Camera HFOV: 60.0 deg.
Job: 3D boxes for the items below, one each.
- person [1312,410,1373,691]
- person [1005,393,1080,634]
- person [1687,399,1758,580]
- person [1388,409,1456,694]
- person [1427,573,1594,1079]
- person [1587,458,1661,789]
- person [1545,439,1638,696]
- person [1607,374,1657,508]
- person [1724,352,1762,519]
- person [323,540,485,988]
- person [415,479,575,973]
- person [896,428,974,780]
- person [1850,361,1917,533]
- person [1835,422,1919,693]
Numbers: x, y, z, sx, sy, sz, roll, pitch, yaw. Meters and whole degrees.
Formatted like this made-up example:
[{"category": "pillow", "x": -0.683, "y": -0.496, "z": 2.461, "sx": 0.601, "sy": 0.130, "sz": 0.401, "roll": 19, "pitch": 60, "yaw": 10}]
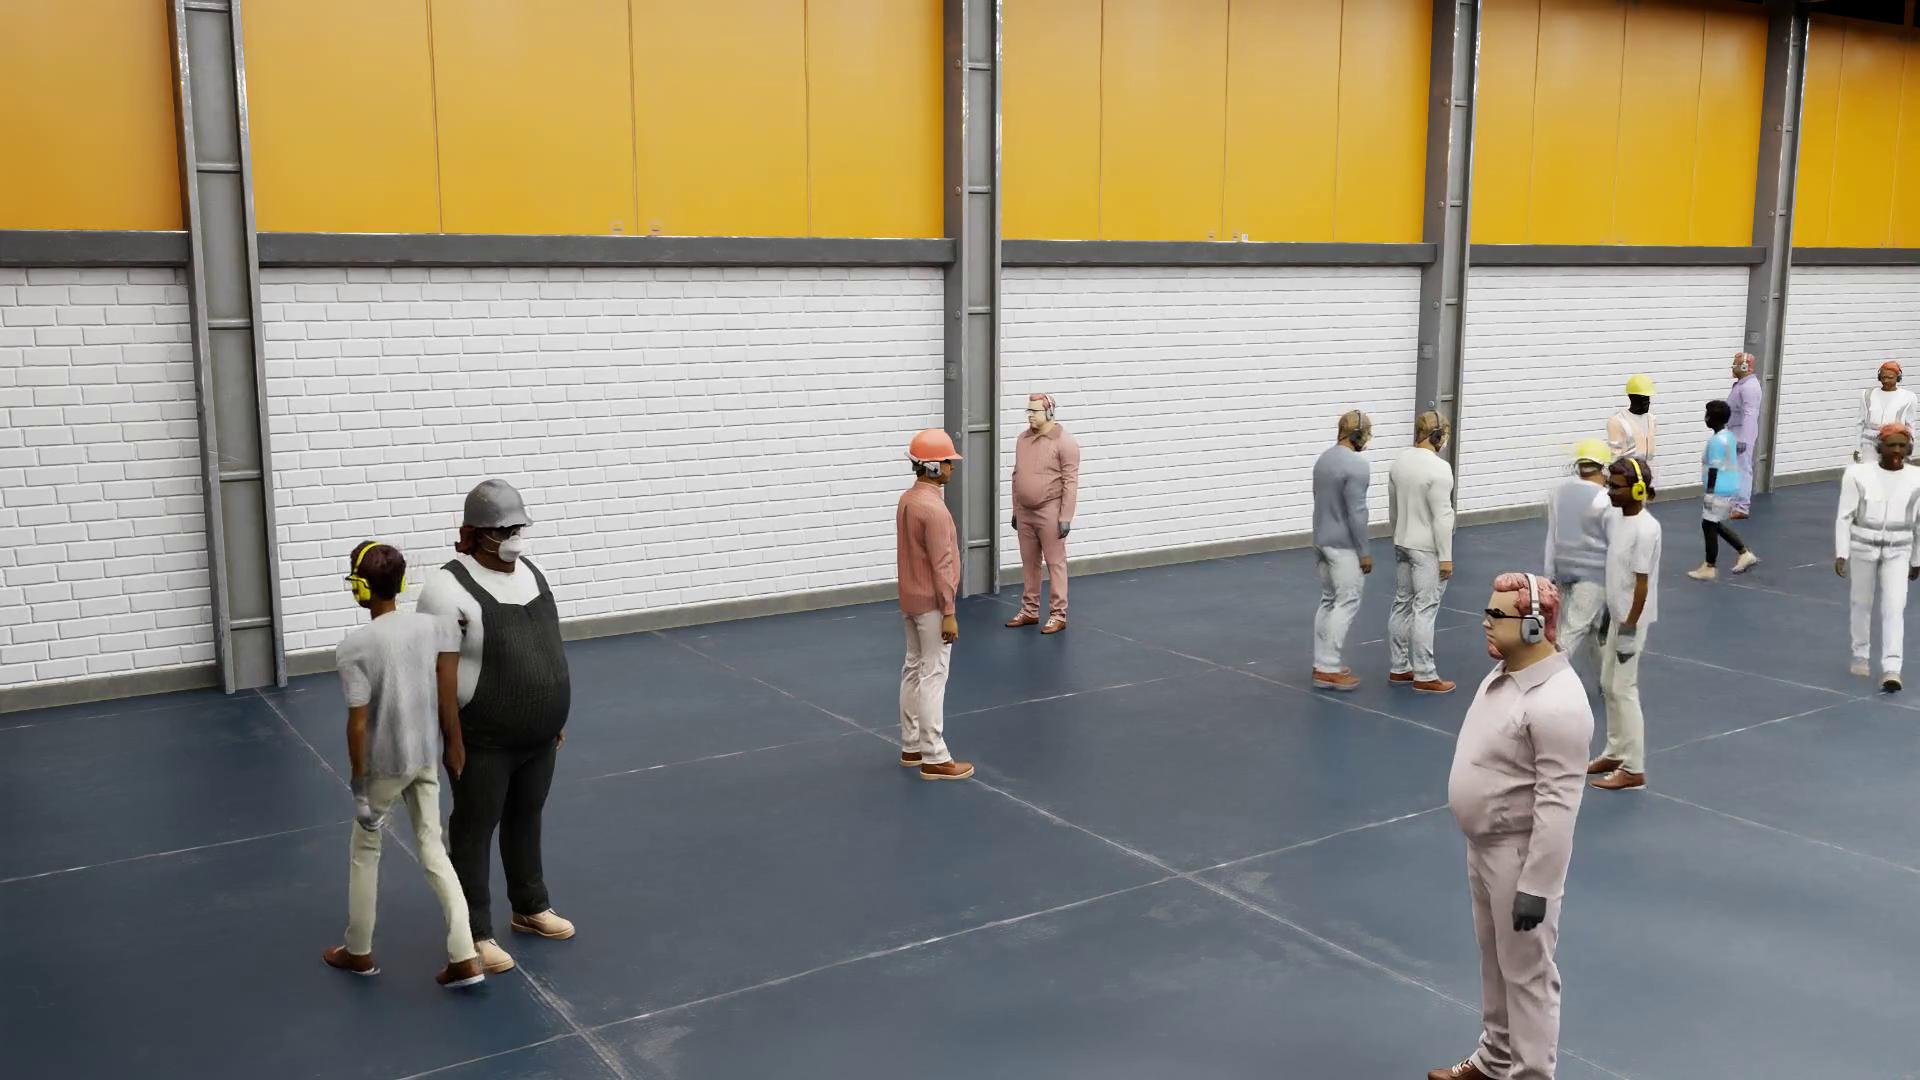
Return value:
[{"category": "person", "x": 2.584, "y": 0.064, "z": 11.494, "sx": 0.501, "sy": 1.916, "sz": 0.708, "roll": -2, "pitch": 10, "yaw": -12}, {"category": "person", "x": 0.637, "y": -0.215, "z": 13.209, "sx": 0.644, "sy": 1.908, "sz": 0.408, "roll": 9, "pitch": 13, "yaw": 44}, {"category": "person", "x": 7.048, "y": -0.450, "z": 15.302, "sx": 0.473, "sy": 1.676, "sz": 0.559, "roll": 7, "pitch": 12, "yaw": 35}, {"category": "person", "x": 3.155, "y": 0.078, "z": 11.356, "sx": 0.370, "sy": 1.937, "sz": 0.627, "roll": -3, "pitch": 10, "yaw": -18}, {"category": "person", "x": 1.842, "y": 1.050, "z": 5.587, "sx": 0.409, "sy": 1.909, "sz": 0.640, "roll": 0, "pitch": 9, "yaw": 0}, {"category": "person", "x": 3.691, "y": 0.462, "z": 9.274, "sx": 0.341, "sy": 1.860, "sz": 0.531, "roll": 1, "pitch": 10, "yaw": 8}, {"category": "person", "x": 4.141, "y": 0.222, "z": 10.987, "sx": 0.971, "sy": 1.784, "sz": 0.606, "roll": -4, "pitch": 10, "yaw": -21}, {"category": "person", "x": 6.102, "y": -0.538, "z": 15.091, "sx": 0.594, "sy": 1.926, "sz": 0.366, "roll": -6, "pitch": 11, "yaw": -31}, {"category": "person", "x": 8.949, "y": -1.195, "z": 19.110, "sx": 0.401, "sy": 1.910, "sz": 0.640, "roll": 4, "pitch": 10, "yaw": 21}, {"category": "person", "x": -2.263, "y": 0.903, "z": 6.692, "sx": 0.836, "sy": 1.840, "sz": 0.522, "roll": 8, "pitch": 12, "yaw": 39}, {"category": "person", "x": -1.885, "y": 0.752, "z": 6.977, "sx": 0.537, "sy": 2.000, "sz": 0.678, "roll": 5, "pitch": 11, "yaw": 28}, {"category": "person", "x": -0.167, "y": 0.360, "z": 9.473, "sx": 0.376, "sy": 1.995, "sz": 0.612, "roll": -4, "pitch": 10, "yaw": -23}, {"category": "person", "x": 9.929, "y": -0.984, "z": 17.899, "sx": 0.573, "sy": 1.887, "sz": 0.356, "roll": 8, "pitch": 12, "yaw": 40}, {"category": "person", "x": 6.364, "y": 0.108, "z": 11.494, "sx": 0.580, "sy": 1.827, "sz": 0.997, "roll": 5, "pitch": 10, "yaw": 25}]
